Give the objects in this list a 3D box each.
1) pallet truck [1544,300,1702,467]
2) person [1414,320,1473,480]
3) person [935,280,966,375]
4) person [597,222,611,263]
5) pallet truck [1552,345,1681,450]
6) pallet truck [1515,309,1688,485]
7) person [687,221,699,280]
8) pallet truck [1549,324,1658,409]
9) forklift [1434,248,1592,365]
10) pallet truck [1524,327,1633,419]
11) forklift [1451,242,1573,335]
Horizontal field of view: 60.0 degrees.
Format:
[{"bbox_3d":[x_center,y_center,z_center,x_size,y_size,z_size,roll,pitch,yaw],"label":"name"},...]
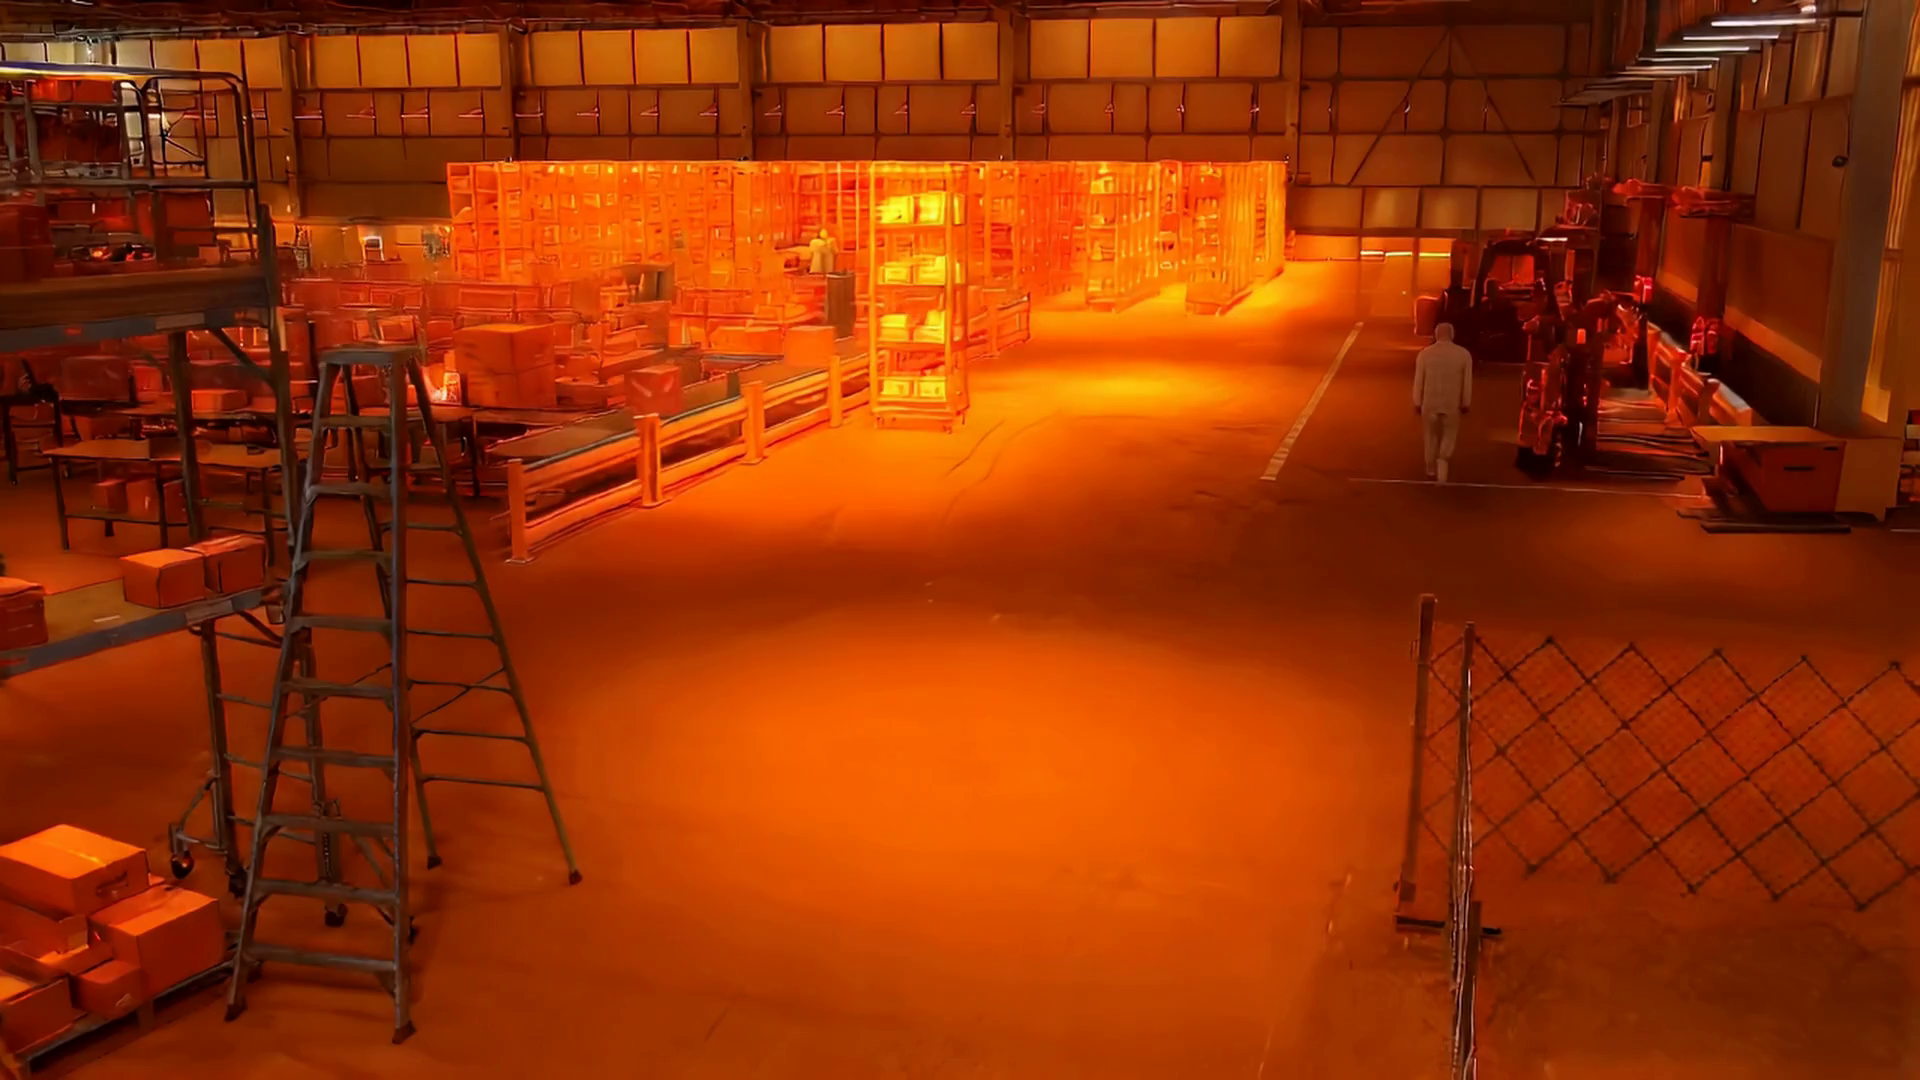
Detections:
[{"bbox_3d":[8.263,-1.952,20.631,1.885,1.965,0.823,5,14,20],"label":"pallet truck"},{"bbox_3d":[5.618,-1.611,19.399,0.669,1.886,0.612,6,14,24],"label":"person"},{"bbox_3d":[-0.160,-3.454,27.140,0.692,1.984,0.470,8,15,32],"label":"person"},{"bbox_3d":[-10.949,-8.867,50.721,0.948,1.907,0.623,-5,14,-20],"label":"person"},{"bbox_3d":[8.641,-1.896,21.908,1.630,1.274,0.653,4,14,16],"label":"pallet truck"},{"bbox_3d":[7.554,-1.677,19.446,1.885,1.965,0.823,3,13,14],"label":"pallet truck"},{"bbox_3d":[-8.159,-8.868,50.873,0.404,1.830,0.588,-5,14,-21],"label":"person"},{"bbox_3d":[9.824,-2.669,25.407,1.601,1.201,0.680,4,14,16],"label":"pallet truck"},{"bbox_3d":[9.780,-4.111,29.280,2.680,1.987,1.157,3,13,14],"label":"forklift"},{"bbox_3d":[9.065,-2.460,24.370,1.522,1.261,0.704,3,13,14],"label":"pallet truck"},{"bbox_3d":[10.464,-4.597,31.405,2.680,1.987,1.157,4,14,16],"label":"forklift"}]
